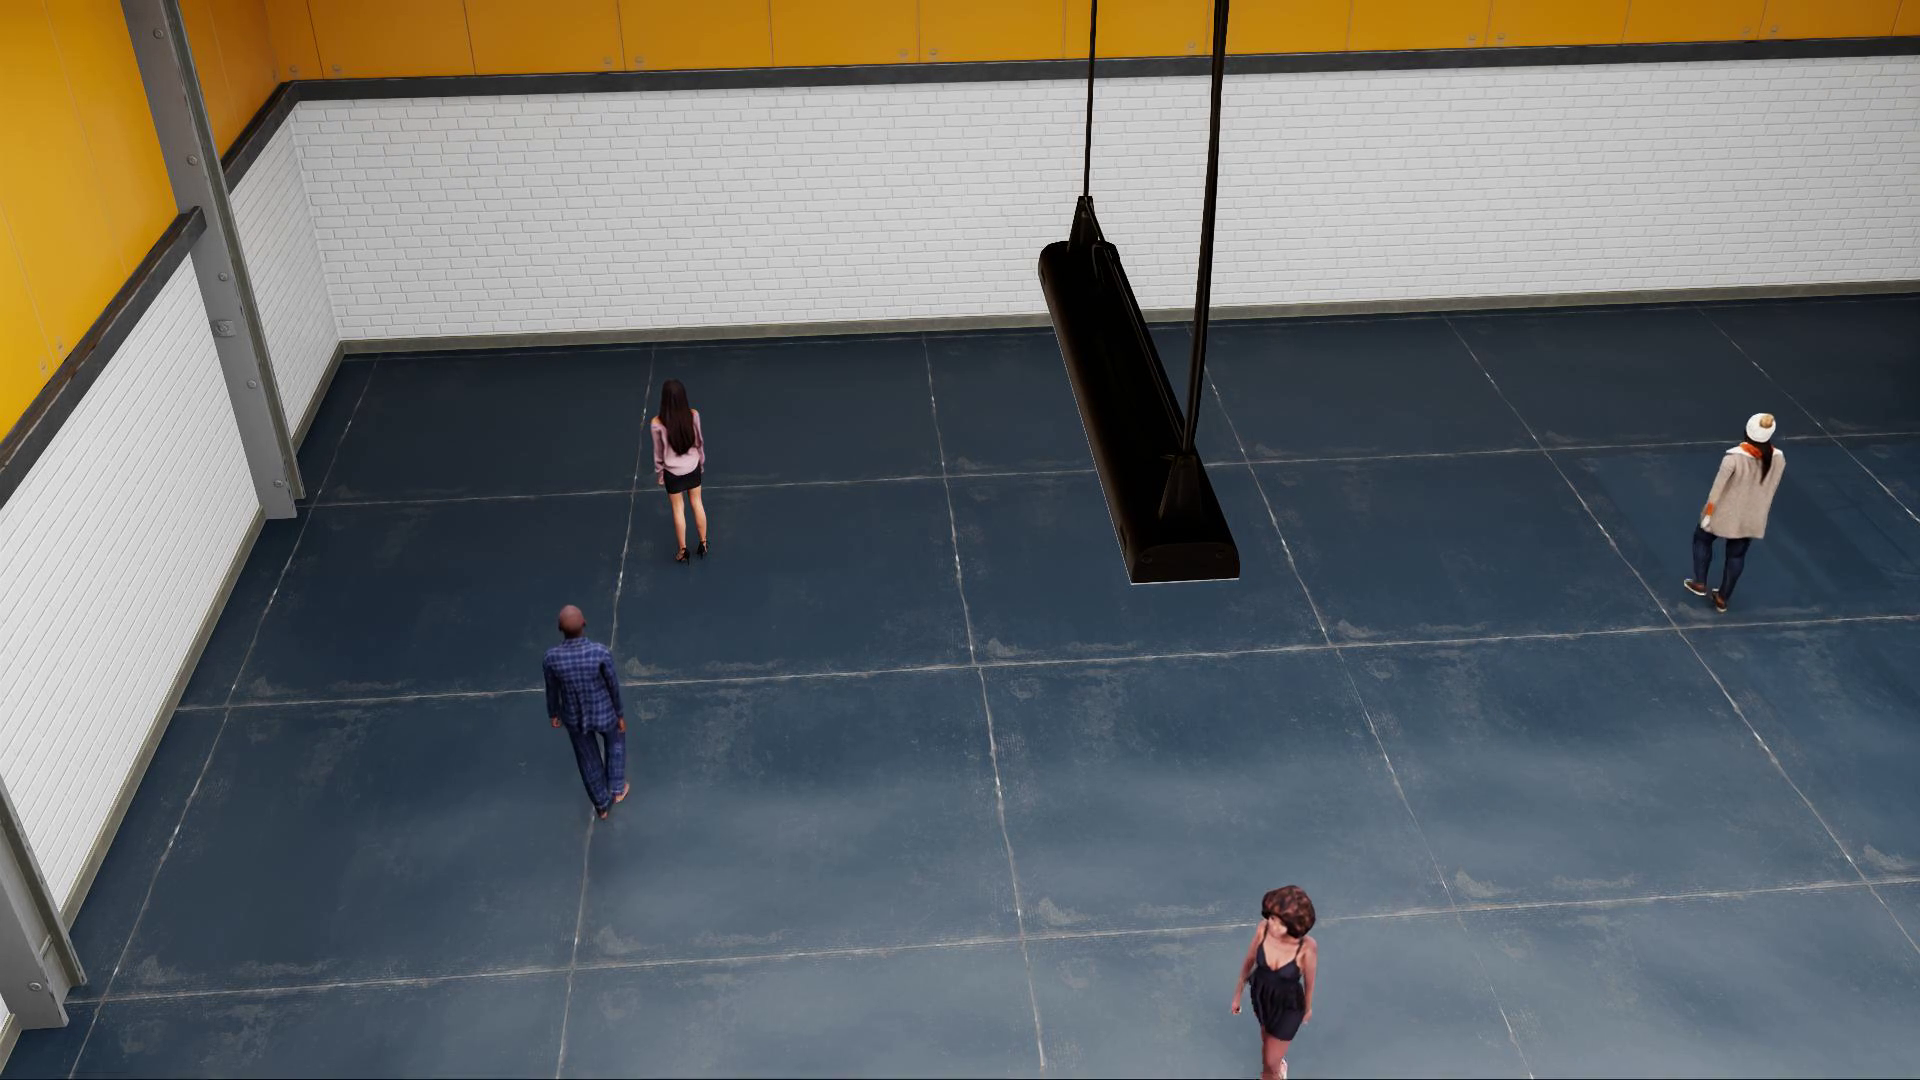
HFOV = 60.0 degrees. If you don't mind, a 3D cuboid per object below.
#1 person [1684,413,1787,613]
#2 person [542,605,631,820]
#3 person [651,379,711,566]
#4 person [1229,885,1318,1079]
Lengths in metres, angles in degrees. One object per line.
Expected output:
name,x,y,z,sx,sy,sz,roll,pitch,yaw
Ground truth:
person,6.497,-0.204,13.861,0.749,1.875,0.709,2,34,3
person,-2.605,1.263,11.715,0.718,1.808,0.704,-5,34,-8
person,-2.420,-0.592,14.503,0.687,1.812,0.661,-16,37,-23
person,1.885,2.638,9.683,0.818,1.768,0.883,24,41,32
